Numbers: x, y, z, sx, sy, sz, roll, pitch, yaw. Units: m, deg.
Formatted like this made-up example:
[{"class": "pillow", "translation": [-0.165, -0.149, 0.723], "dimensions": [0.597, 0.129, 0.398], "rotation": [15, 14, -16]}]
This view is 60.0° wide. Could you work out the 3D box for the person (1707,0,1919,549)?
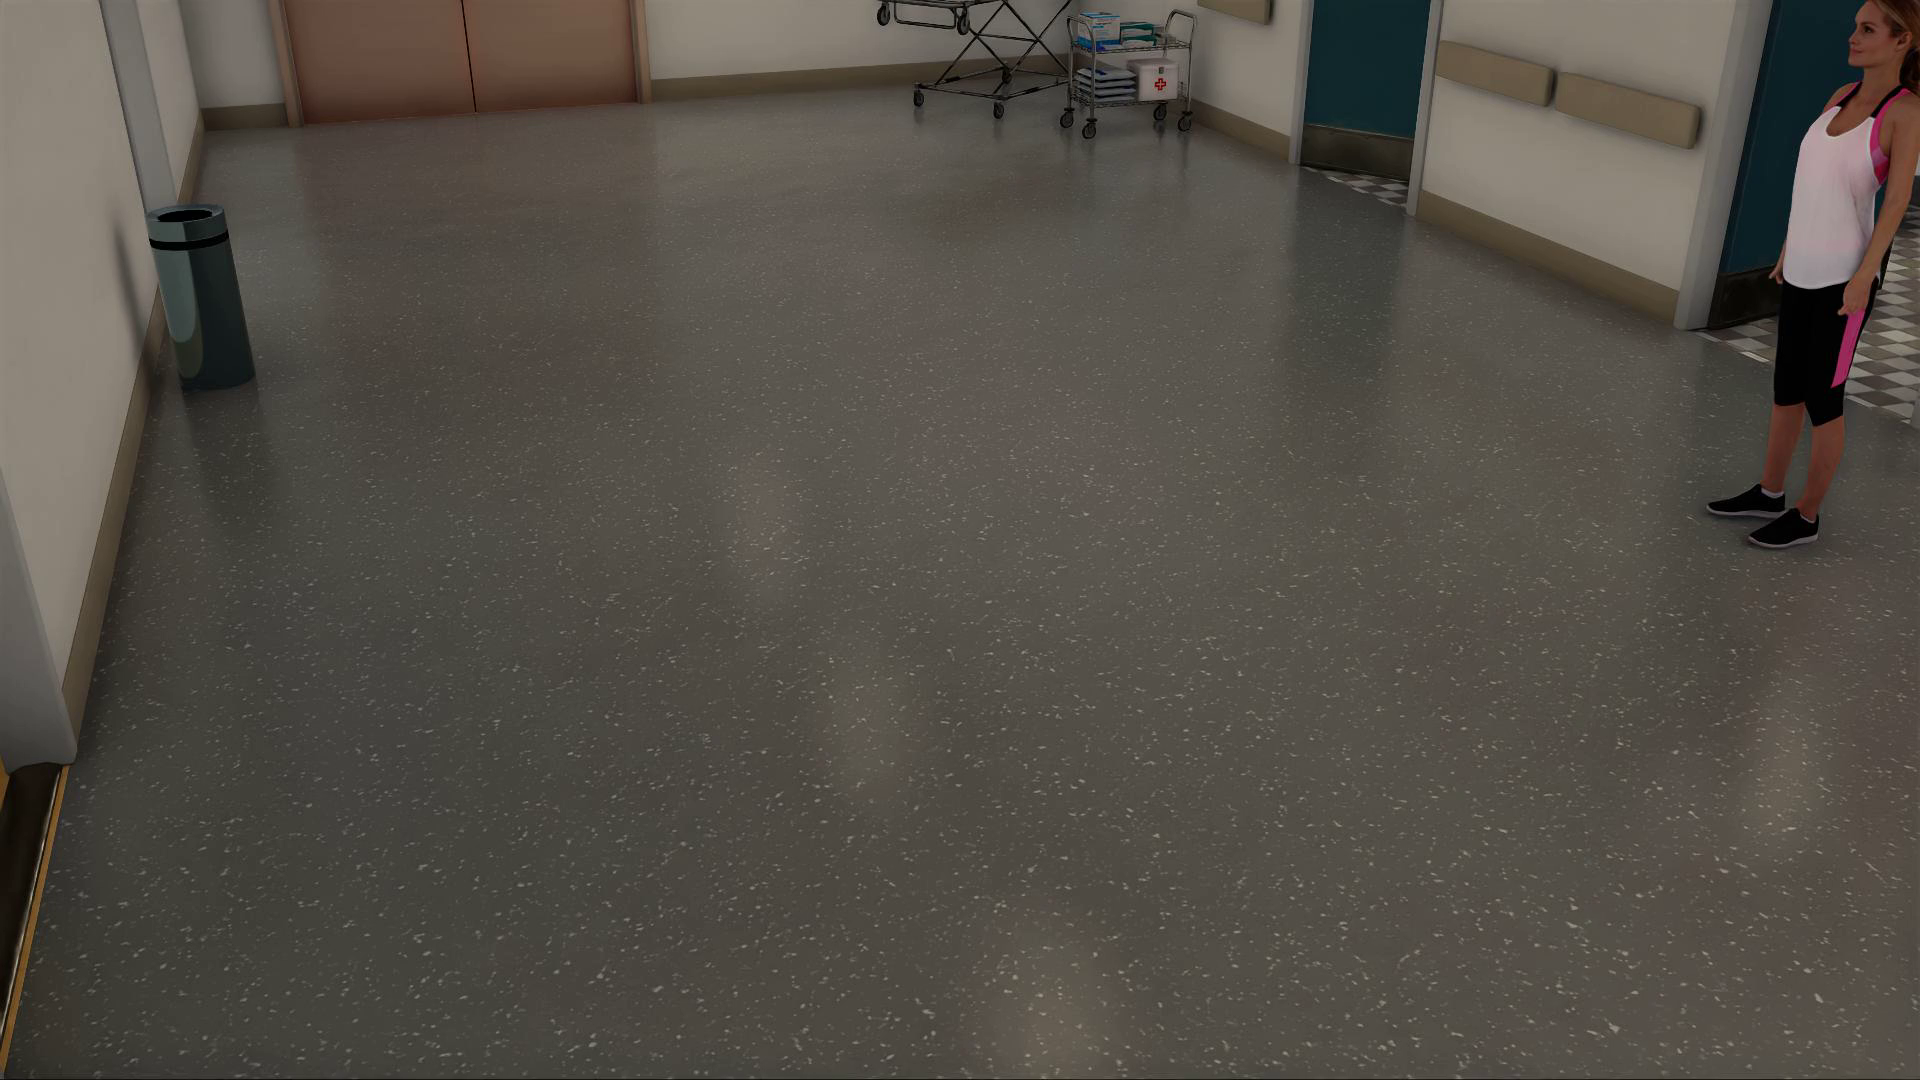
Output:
[{"class": "person", "translation": [2.802, -0.842, 5.337], "dimensions": [0.702, 1.788, 0.524], "rotation": [-4, 26, -8]}]
